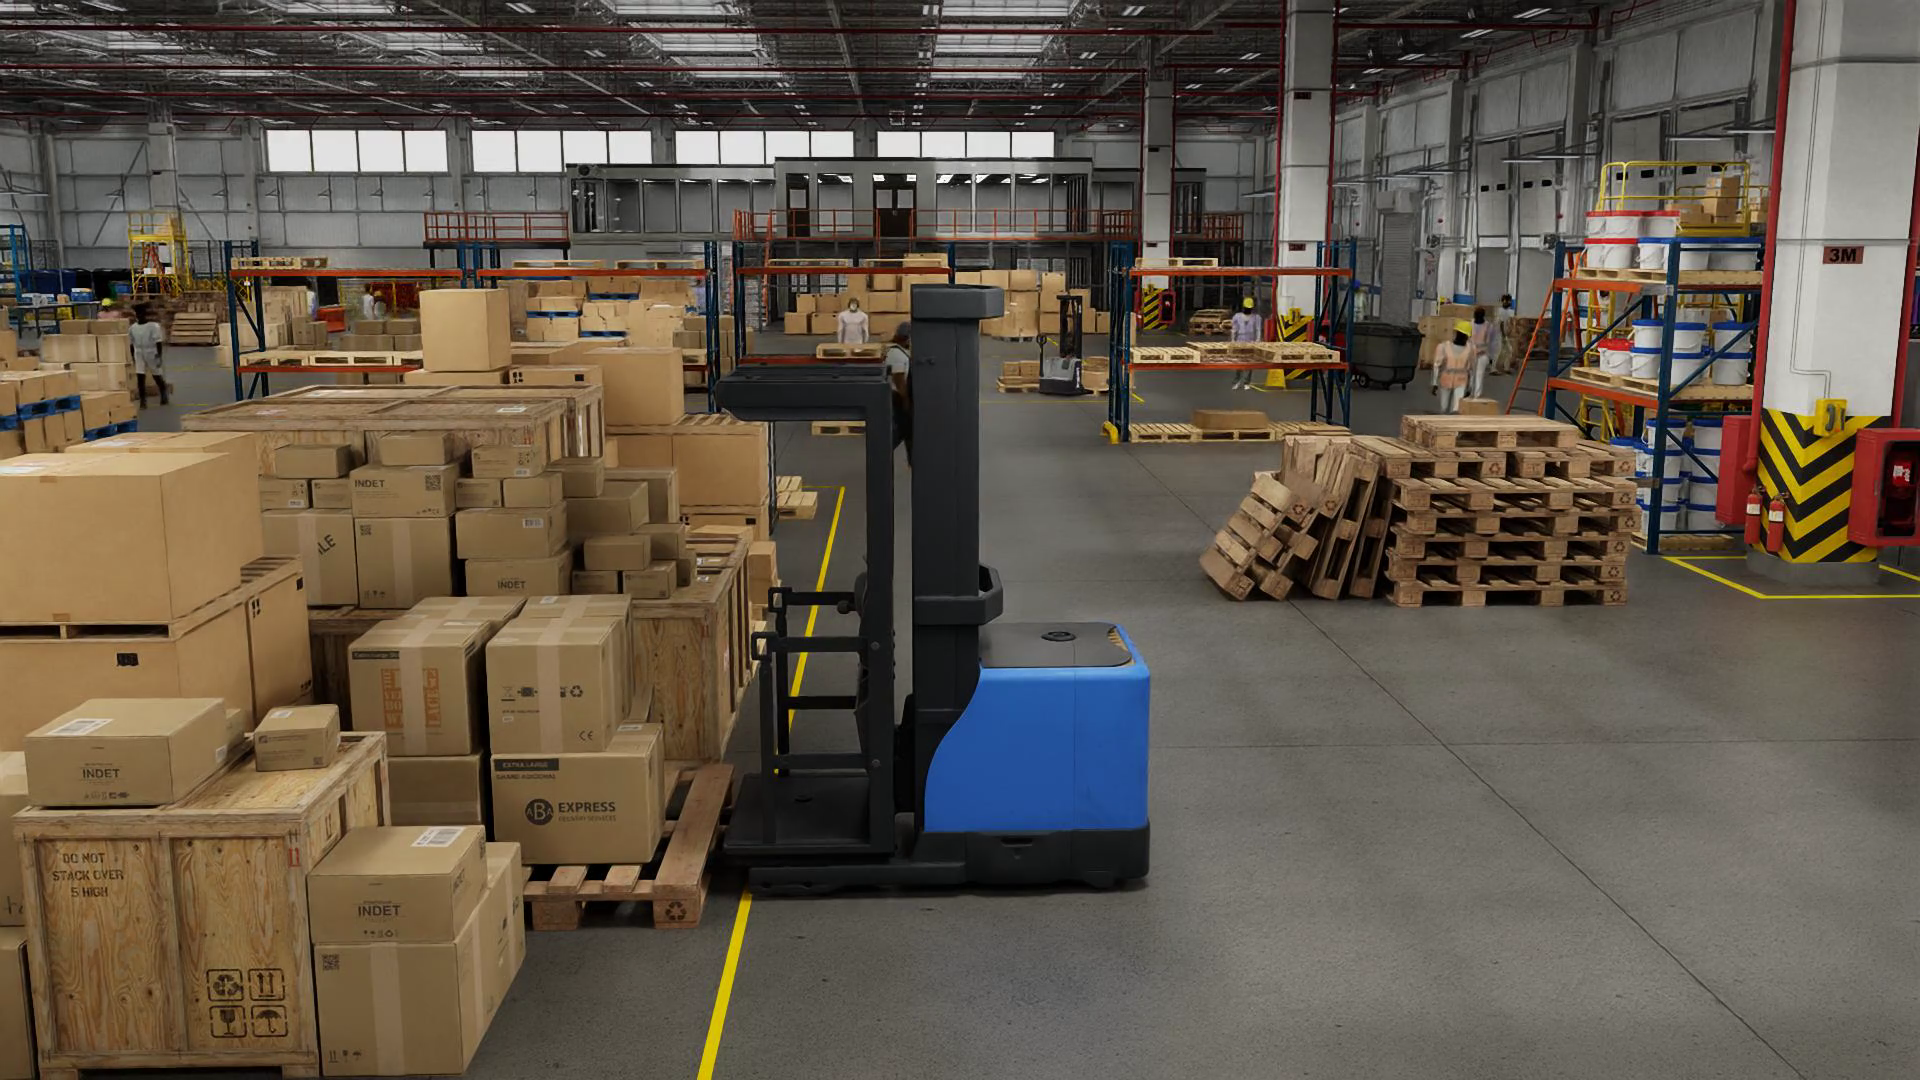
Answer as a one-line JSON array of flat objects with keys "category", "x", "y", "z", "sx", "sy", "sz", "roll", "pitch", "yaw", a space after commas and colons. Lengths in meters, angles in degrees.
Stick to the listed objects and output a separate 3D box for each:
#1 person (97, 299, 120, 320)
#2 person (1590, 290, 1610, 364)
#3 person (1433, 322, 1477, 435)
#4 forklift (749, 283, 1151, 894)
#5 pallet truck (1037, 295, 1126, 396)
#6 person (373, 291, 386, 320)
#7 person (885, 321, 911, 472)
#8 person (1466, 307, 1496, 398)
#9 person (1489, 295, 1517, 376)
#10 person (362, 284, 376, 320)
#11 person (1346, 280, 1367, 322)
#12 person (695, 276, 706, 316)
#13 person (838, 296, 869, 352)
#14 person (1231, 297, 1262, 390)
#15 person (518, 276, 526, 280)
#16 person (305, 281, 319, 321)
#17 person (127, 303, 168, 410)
[{"category": "person", "x": -19.700, "y": -4.708, "z": 38.451, "sx": 0.544, "sy": 1.722, "sz": 0.908, "roll": 1, "pitch": 10, "yaw": 6}, {"category": "person", "x": 16.017, "y": -5.381, "z": 41.420, "sx": 0.378, "sy": 1.996, "sz": 0.611, "roll": -1, "pitch": 10, "yaw": -8}, {"category": "person", "x": 7.324, "y": -2.301, "z": 24.661, "sx": 0.614, "sy": 1.866, "sz": 0.969, "roll": 3, "pitch": 11, "yaw": 15}, {"category": "forklift", "x": -0.056, "y": 0.174, "z": 8.009, "sx": 1.873, "sy": 2.768, "sz": 1.129, "roll": 0, "pitch": 10, "yaw": -2}, {"category": "pallet truck", "x": 2.483, "y": -3.881, "z": 33.060, "sx": 1.885, "sy": 1.965, "sz": 0.823, "roll": -7, "pitch": 13, "yaw": -36}, {"category": "person", "x": -15.686, "y": -5.856, "z": 44.887, "sx": 0.897, "sy": 1.690, "sz": 0.509, "roll": 3, "pitch": 11, "yaw": 19}, {"category": "person", "x": -0.767, "y": -1.872, "z": 21.749, "sx": 0.677, "sy": 2.000, "sz": 0.697, "roll": 2, "pitch": 10, "yaw": 12}, {"category": "person", "x": 9.798, "y": -3.501, "z": 31.494, "sx": 0.621, "sy": 1.811, "sz": 0.876, "roll": 6, "pitch": 12, "yaw": 30}, {"category": "person", "x": 12.314, "y": -4.601, "z": 37.505, "sx": 0.718, "sy": 1.840, "sz": 0.552, "roll": 6, "pitch": 12, "yaw": 32}, {"category": "person", "x": -16.845, "y": -6.375, "z": 47.416, "sx": 0.528, "sy": 1.840, "sz": 0.840, "roll": 6, "pitch": 12, "yaw": 32}, {"category": "person", "x": 11.360, "y": -6.486, "z": 47.733, "sx": 0.622, "sy": 1.934, "sz": 0.594, "roll": -1, "pitch": 10, "yaw": -7}, {"category": "person", "x": -8.777, "y": -7.966, "z": 56.031, "sx": 0.455, "sy": 1.919, "sz": 0.574, "roll": -3, "pitch": 11, "yaw": -17}, {"category": "person", "x": -2.196, "y": -4.073, "z": 34.346, "sx": 0.645, "sy": 1.925, "sz": 0.614, "roll": 1, "pitch": 10, "yaw": 3}, {"category": "person", "x": 5.863, "y": -4.009, "z": 34.063, "sx": 0.602, "sy": 1.896, "sz": 0.527, "roll": 1, "pitch": 10, "yaw": 8}, {"category": "person", "x": -17.827, "y": -9.983, "z": 67.583, "sx": 0.544, "sy": 1.817, "sz": 0.640, "roll": -10, "pitch": 14, "yaw": -43}, {"category": "person", "x": -18.695, "y": -6.514, "z": 48.023, "sx": 0.620, "sy": 1.885, "sz": 0.809, "roll": 4, "pitch": 11, "yaw": 19}, {"category": "person", "x": -14.793, "y": -3.351, "z": 30.303, "sx": 0.623, "sy": 1.940, "sz": 0.896, "roll": -1, "pitch": 10, "yaw": -7}]
